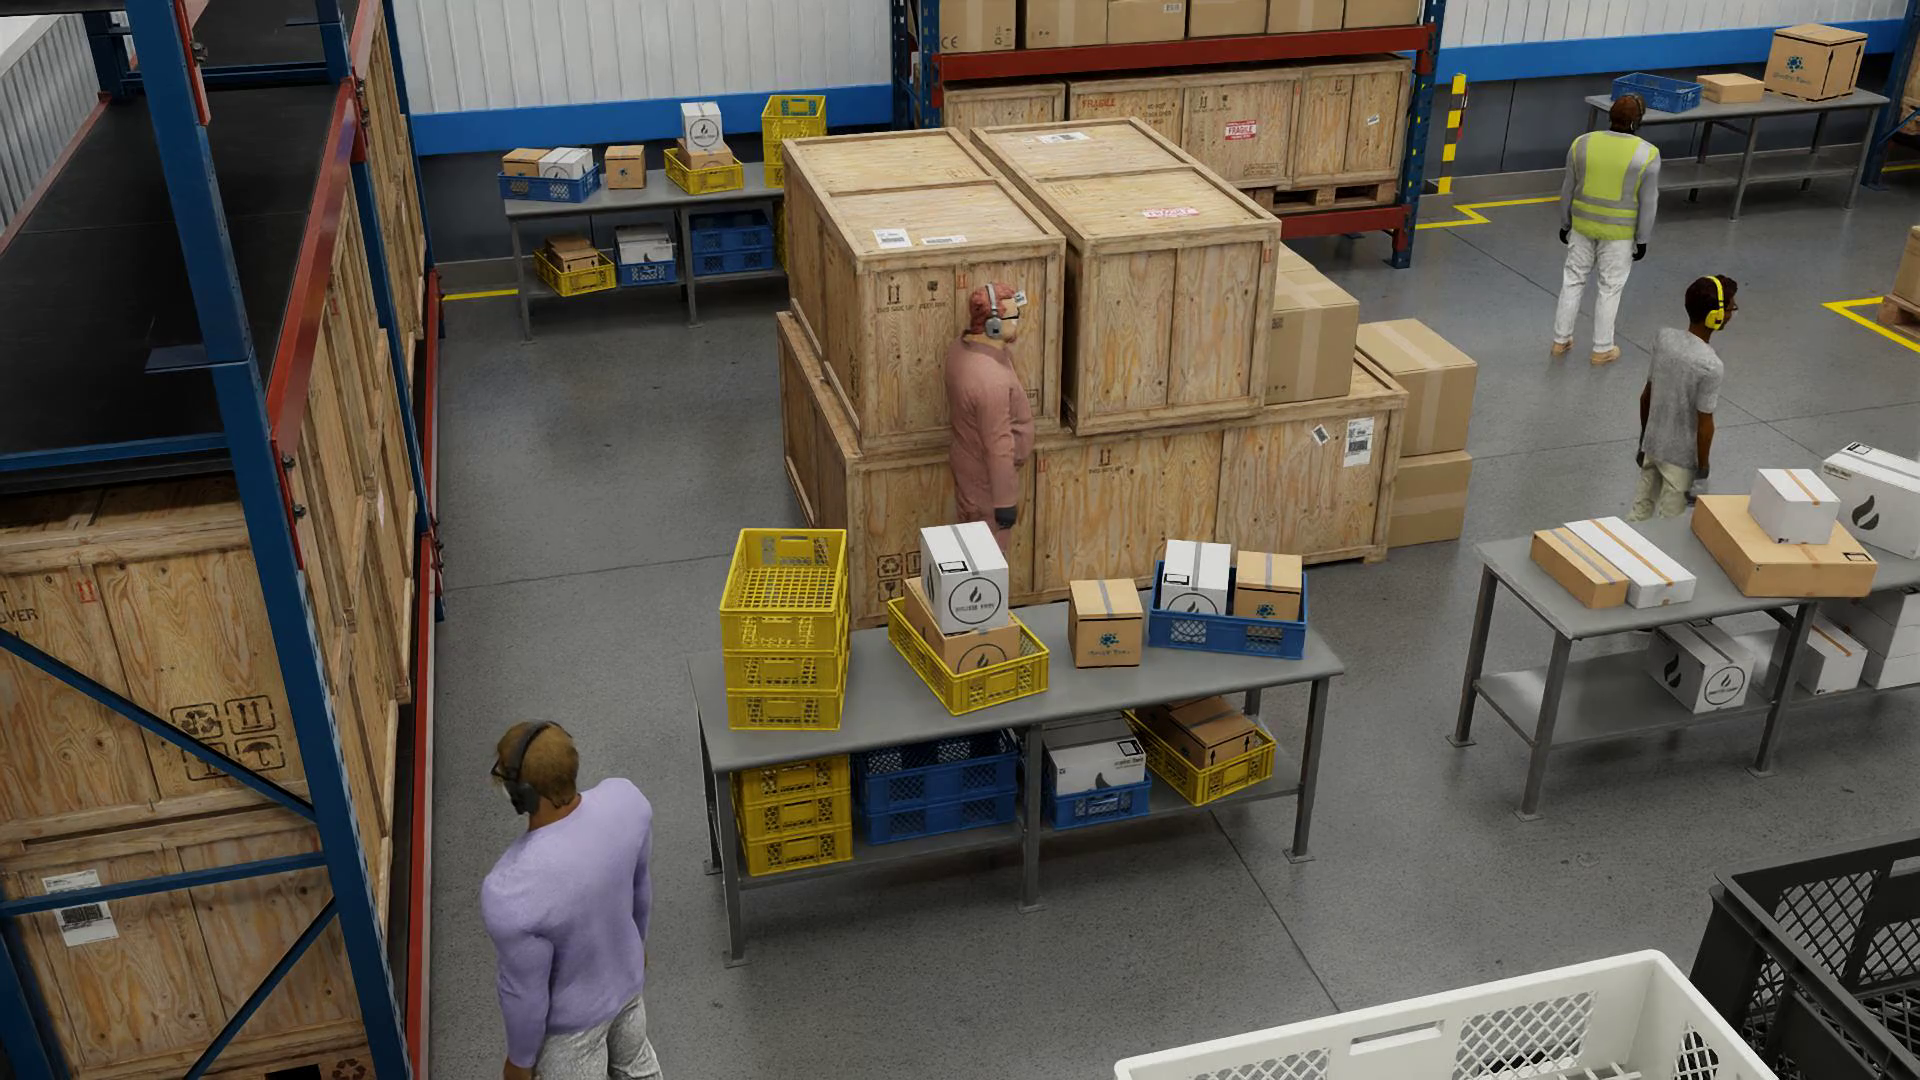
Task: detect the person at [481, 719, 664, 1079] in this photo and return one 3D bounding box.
[{"bbox_3d":[-1.129,1.345,4.931,0.373,1.940,0.628,14,32,23],"label":"person"}]

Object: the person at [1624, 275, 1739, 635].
[{"bbox_3d":[3.505,-0.409,8.192,0.312,1.870,0.540,-8,30,-14],"label":"person"}]

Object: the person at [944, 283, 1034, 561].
[{"bbox_3d":[0.153,-0.316,7.977,0.404,1.911,0.636,-8,30,-13],"label":"person"}]

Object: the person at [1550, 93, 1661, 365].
[{"bbox_3d":[4.380,-2.106,11.295,0.635,1.842,0.429,22,36,34],"label":"person"}]
